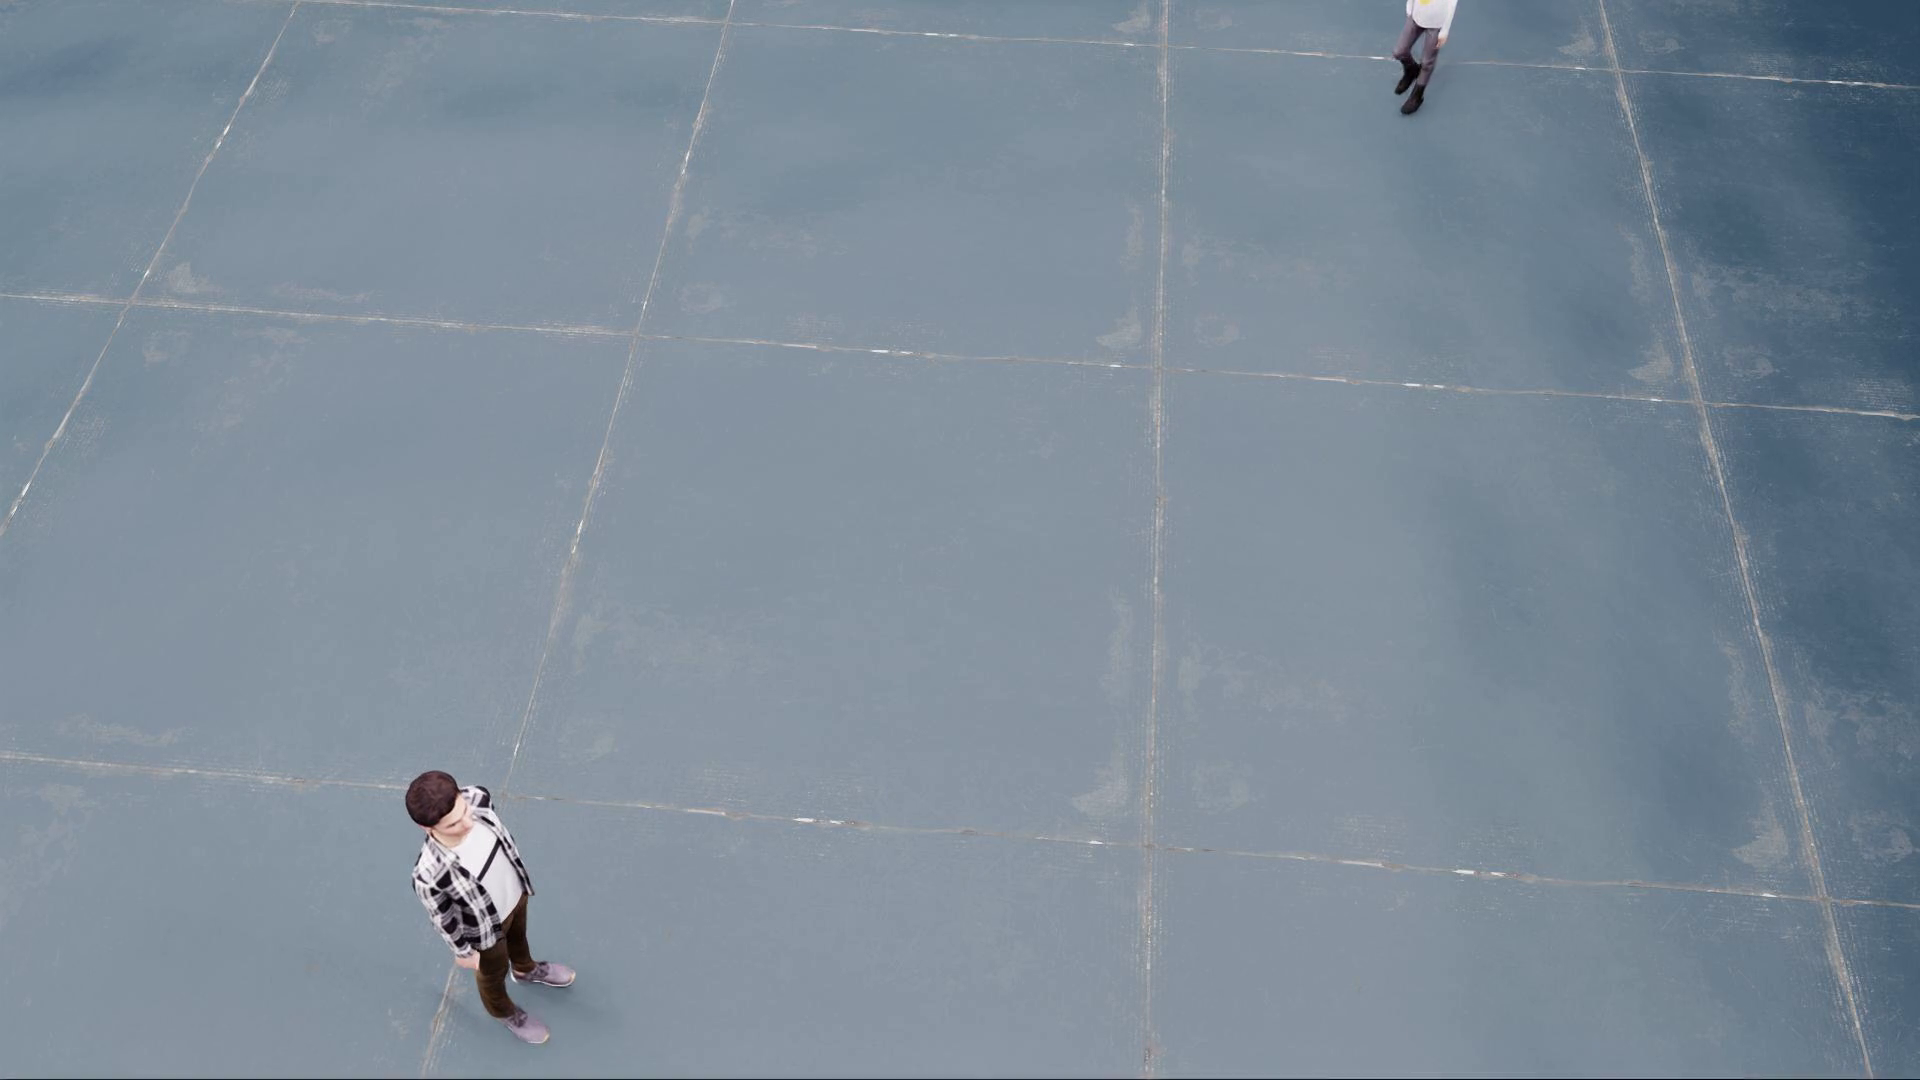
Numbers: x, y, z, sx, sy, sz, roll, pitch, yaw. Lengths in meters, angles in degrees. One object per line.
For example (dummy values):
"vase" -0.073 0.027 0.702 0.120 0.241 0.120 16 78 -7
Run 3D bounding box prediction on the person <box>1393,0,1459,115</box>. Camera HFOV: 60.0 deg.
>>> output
"person" 2.960 -3.271 10.364 0.608 1.269 0.671 34 60 23

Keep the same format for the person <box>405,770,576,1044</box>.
"person" -1.835 1.394 6.412 0.589 1.807 0.667 13 53 10
